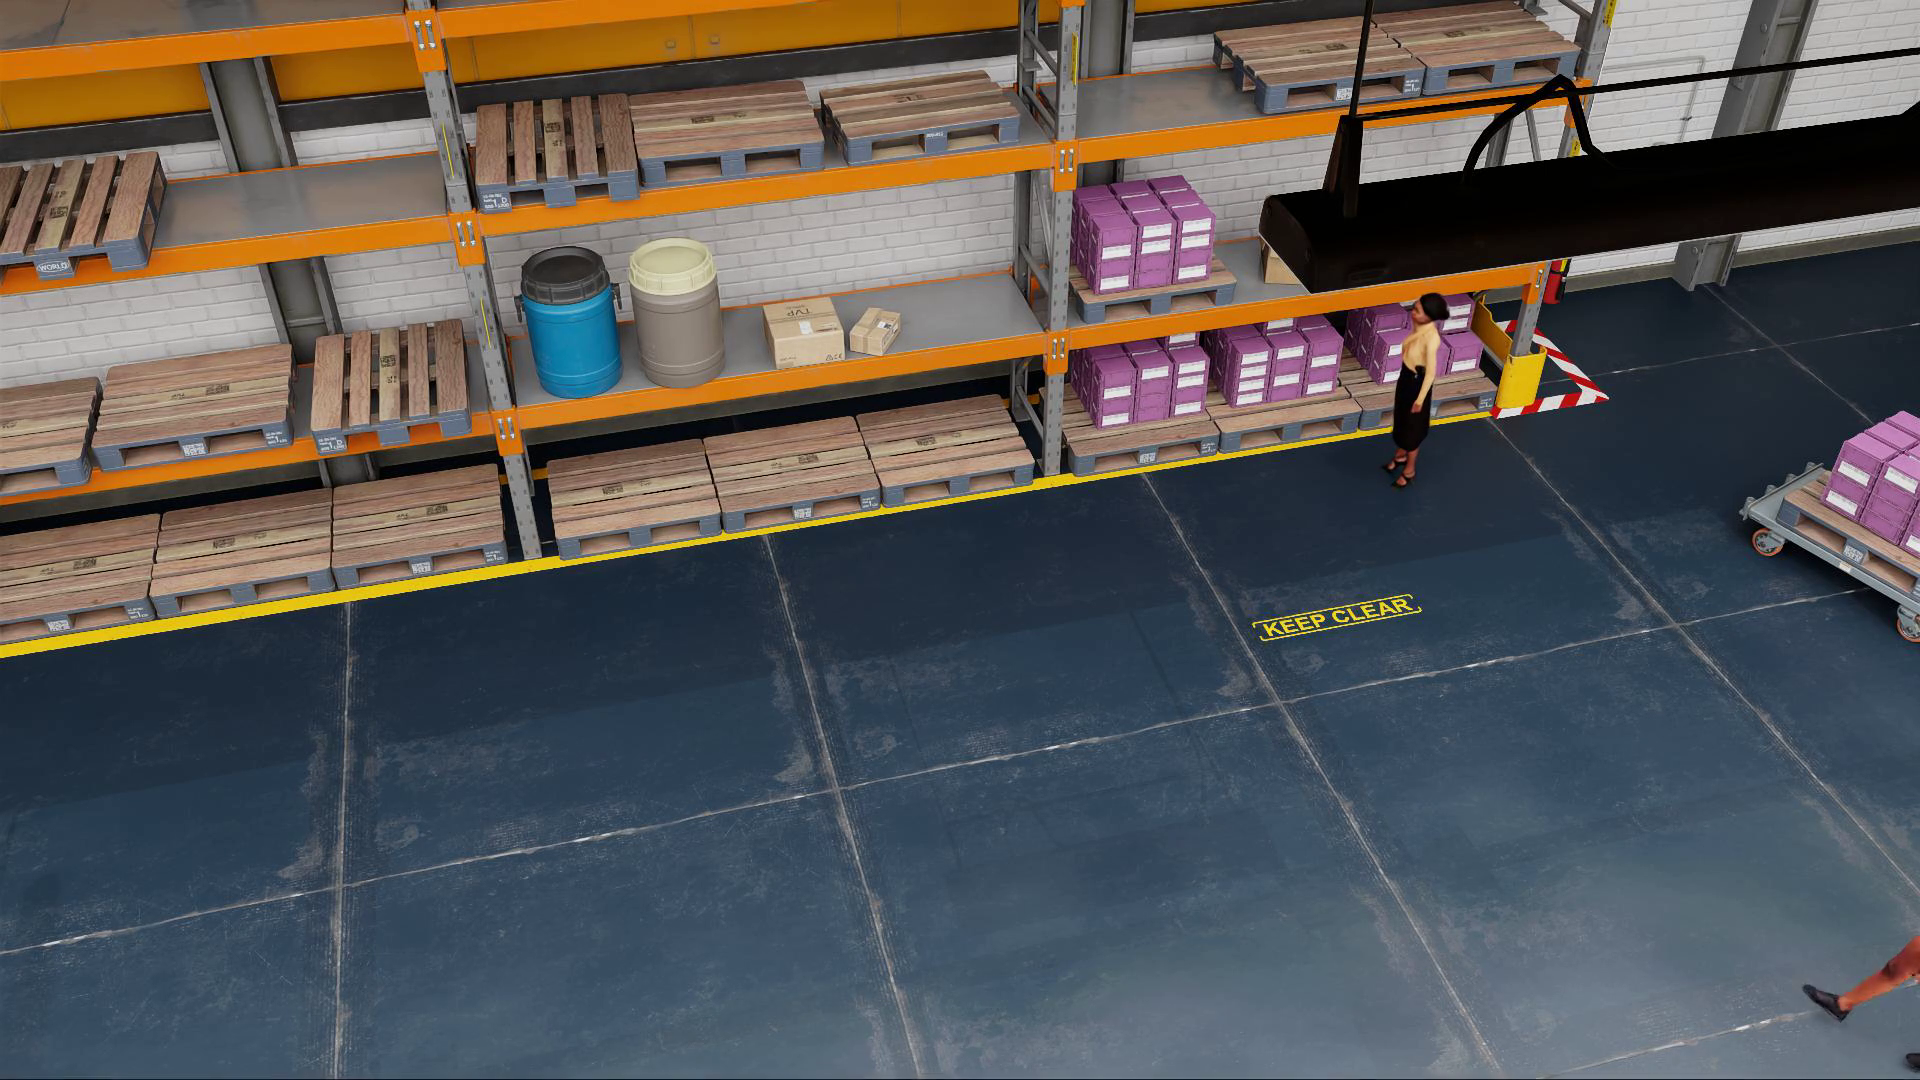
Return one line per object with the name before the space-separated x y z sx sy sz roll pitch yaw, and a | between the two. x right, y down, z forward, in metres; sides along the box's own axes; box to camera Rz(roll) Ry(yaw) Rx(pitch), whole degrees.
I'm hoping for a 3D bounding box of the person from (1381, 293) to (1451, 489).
person | 3.411 -1.122 12.486 0.594 1.654 0.619 -3 39 -3
